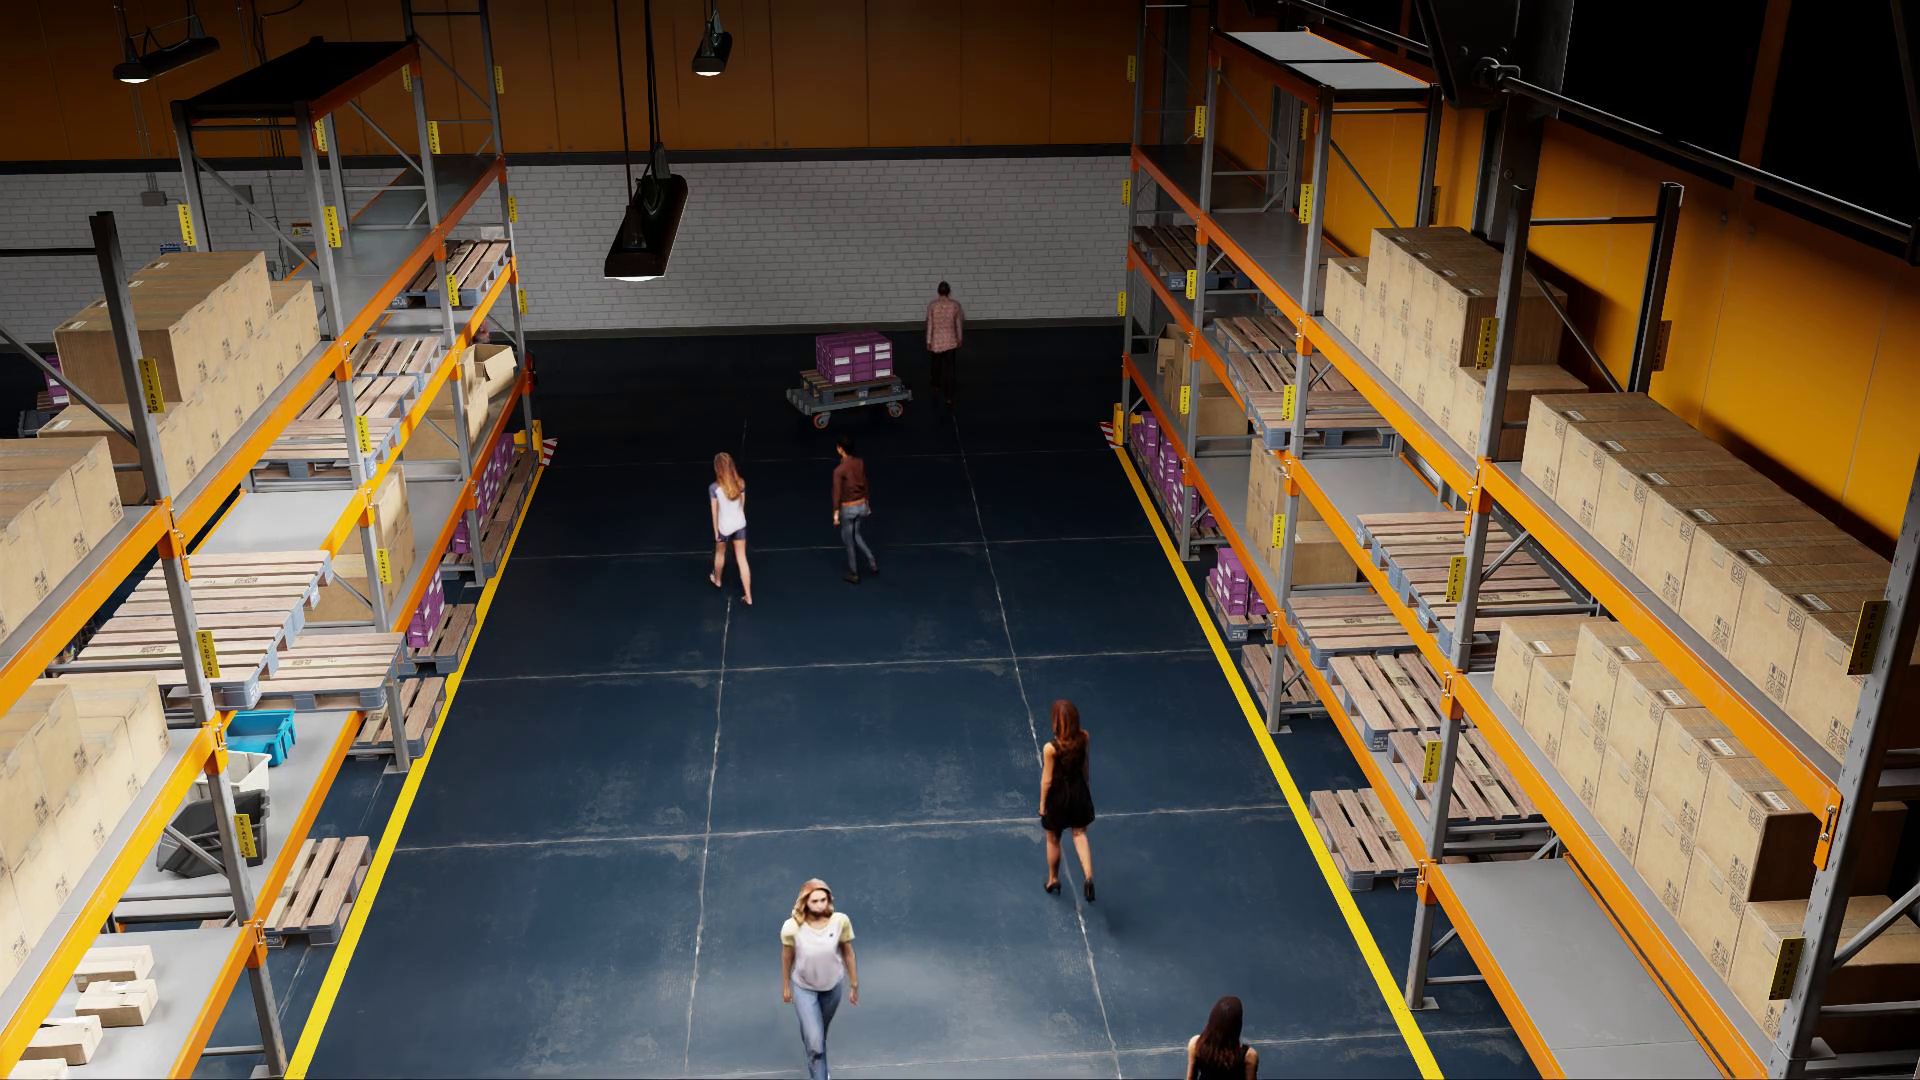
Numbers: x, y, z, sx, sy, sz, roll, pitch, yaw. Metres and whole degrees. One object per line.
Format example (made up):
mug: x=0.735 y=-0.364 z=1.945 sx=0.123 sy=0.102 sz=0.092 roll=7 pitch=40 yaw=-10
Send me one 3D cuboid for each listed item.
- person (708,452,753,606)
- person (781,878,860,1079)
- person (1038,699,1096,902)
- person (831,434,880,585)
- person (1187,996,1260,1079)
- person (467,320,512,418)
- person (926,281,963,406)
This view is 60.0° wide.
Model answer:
person: x=-2.455 y=-0.088 z=18.115 sx=0.875 sy=1.680 sz=1.159 roll=-12 pitch=26 yaw=-26
person: x=-0.974 y=2.946 z=11.151 sx=0.779 sy=1.698 sz=1.011 roll=-8 pitch=25 yaw=-17
person: x=0.870 y=2.079 z=12.976 sx=0.822 sy=1.825 sz=0.956 roll=-12 pitch=26 yaw=-26
person: x=-1.127 y=-0.302 z=18.505 sx=0.928 sy=1.759 sz=0.867 roll=21 pitch=31 yaw=39
person: x=1.549 y=3.456 z=9.997 sx=0.676 sy=1.688 sz=0.700 roll=7 pitch=25 yaw=15
person: x=-6.935 y=-2.558 z=23.785 sx=1.136 sy=1.664 sz=1.105 roll=17 pitch=29 yaw=33
person: x=-0.221 y=-2.847 z=24.319 sx=0.763 sy=1.766 sz=1.121 roll=-4 pitch=24 yaw=-8
